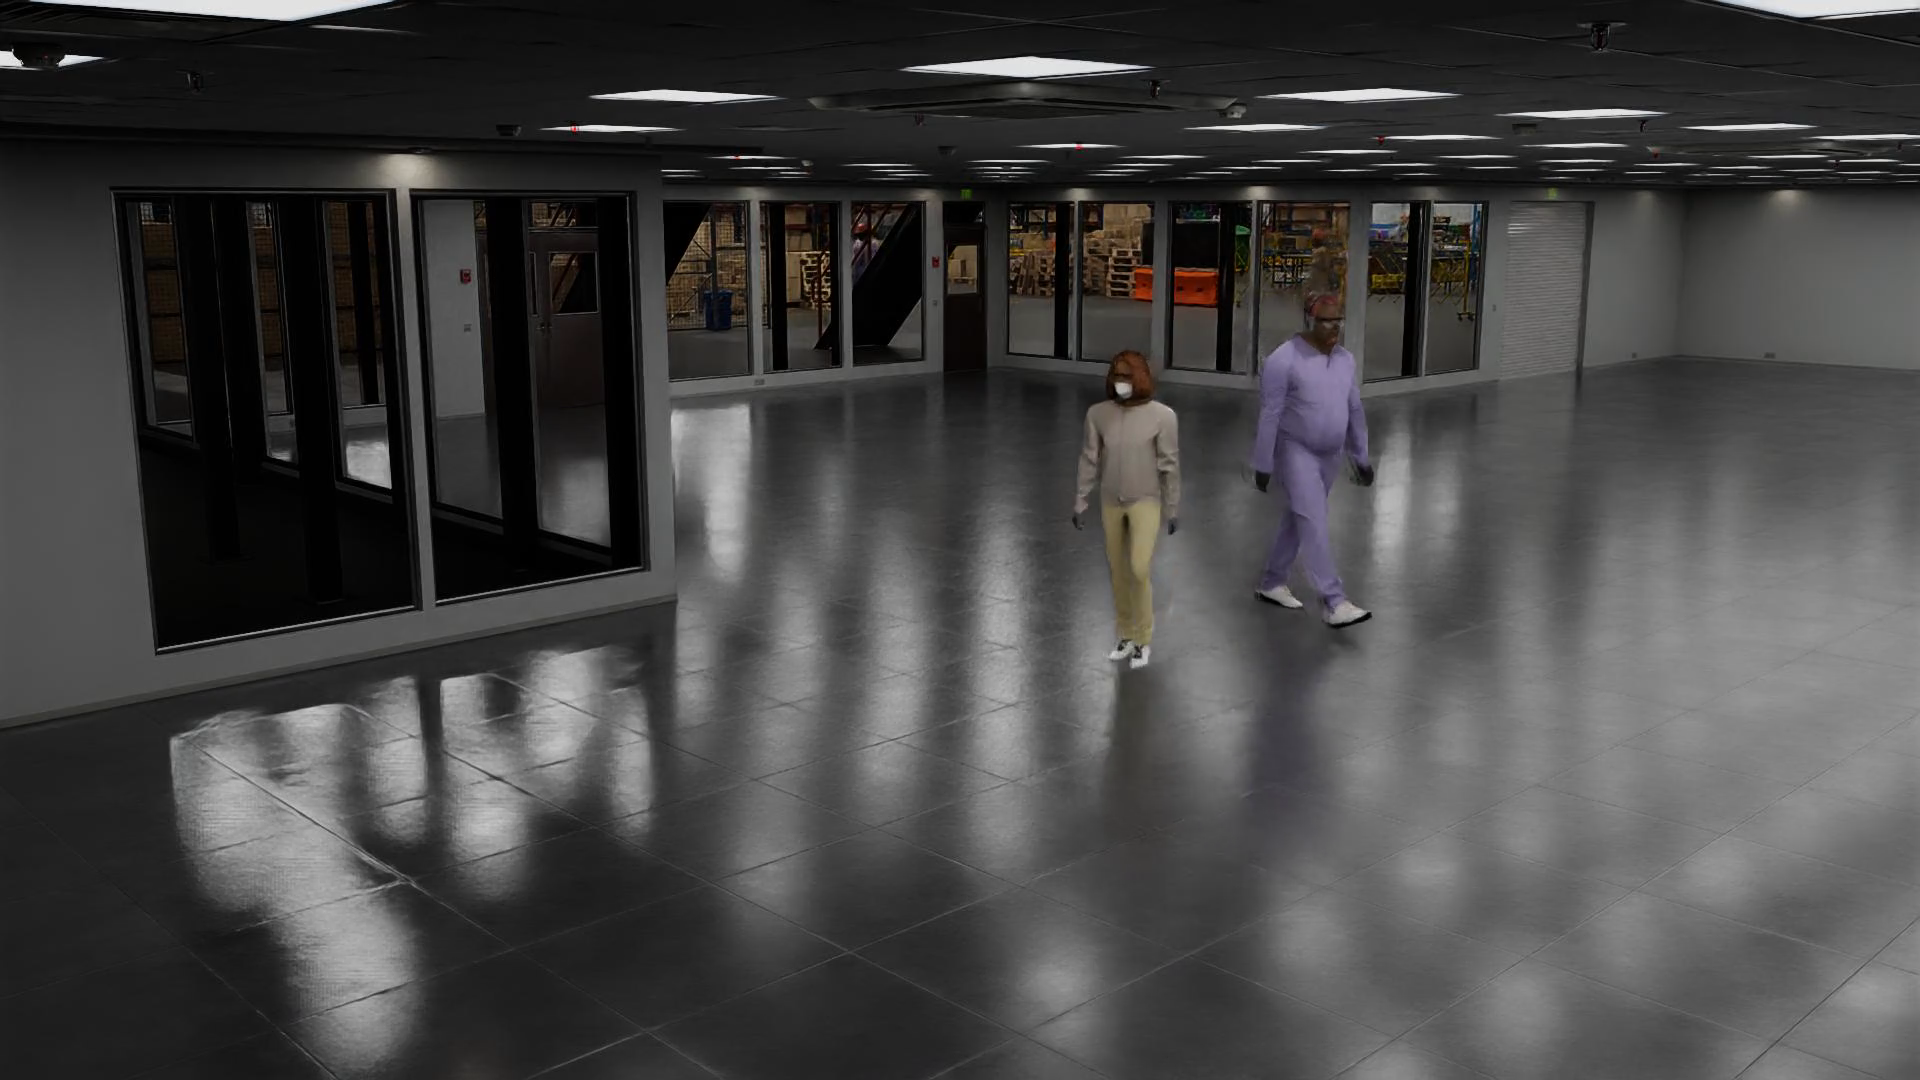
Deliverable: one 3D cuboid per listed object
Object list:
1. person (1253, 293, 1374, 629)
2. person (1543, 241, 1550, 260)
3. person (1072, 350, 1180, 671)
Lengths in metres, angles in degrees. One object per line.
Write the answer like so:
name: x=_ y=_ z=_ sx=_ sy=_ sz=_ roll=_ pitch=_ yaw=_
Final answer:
person: x=2.030 y=-0.455 z=9.384 sx=0.664 sy=1.847 sz=1.004 roll=-8 pitch=14 yaw=-34
person: x=18.188 y=-8.867 z=51.493 sx=0.532 sy=1.870 sz=0.319 roll=4 pitch=12 yaw=17
person: x=0.824 y=-0.147 z=8.430 sx=0.516 sy=1.616 sz=0.586 roll=7 pitch=13 yaw=30
